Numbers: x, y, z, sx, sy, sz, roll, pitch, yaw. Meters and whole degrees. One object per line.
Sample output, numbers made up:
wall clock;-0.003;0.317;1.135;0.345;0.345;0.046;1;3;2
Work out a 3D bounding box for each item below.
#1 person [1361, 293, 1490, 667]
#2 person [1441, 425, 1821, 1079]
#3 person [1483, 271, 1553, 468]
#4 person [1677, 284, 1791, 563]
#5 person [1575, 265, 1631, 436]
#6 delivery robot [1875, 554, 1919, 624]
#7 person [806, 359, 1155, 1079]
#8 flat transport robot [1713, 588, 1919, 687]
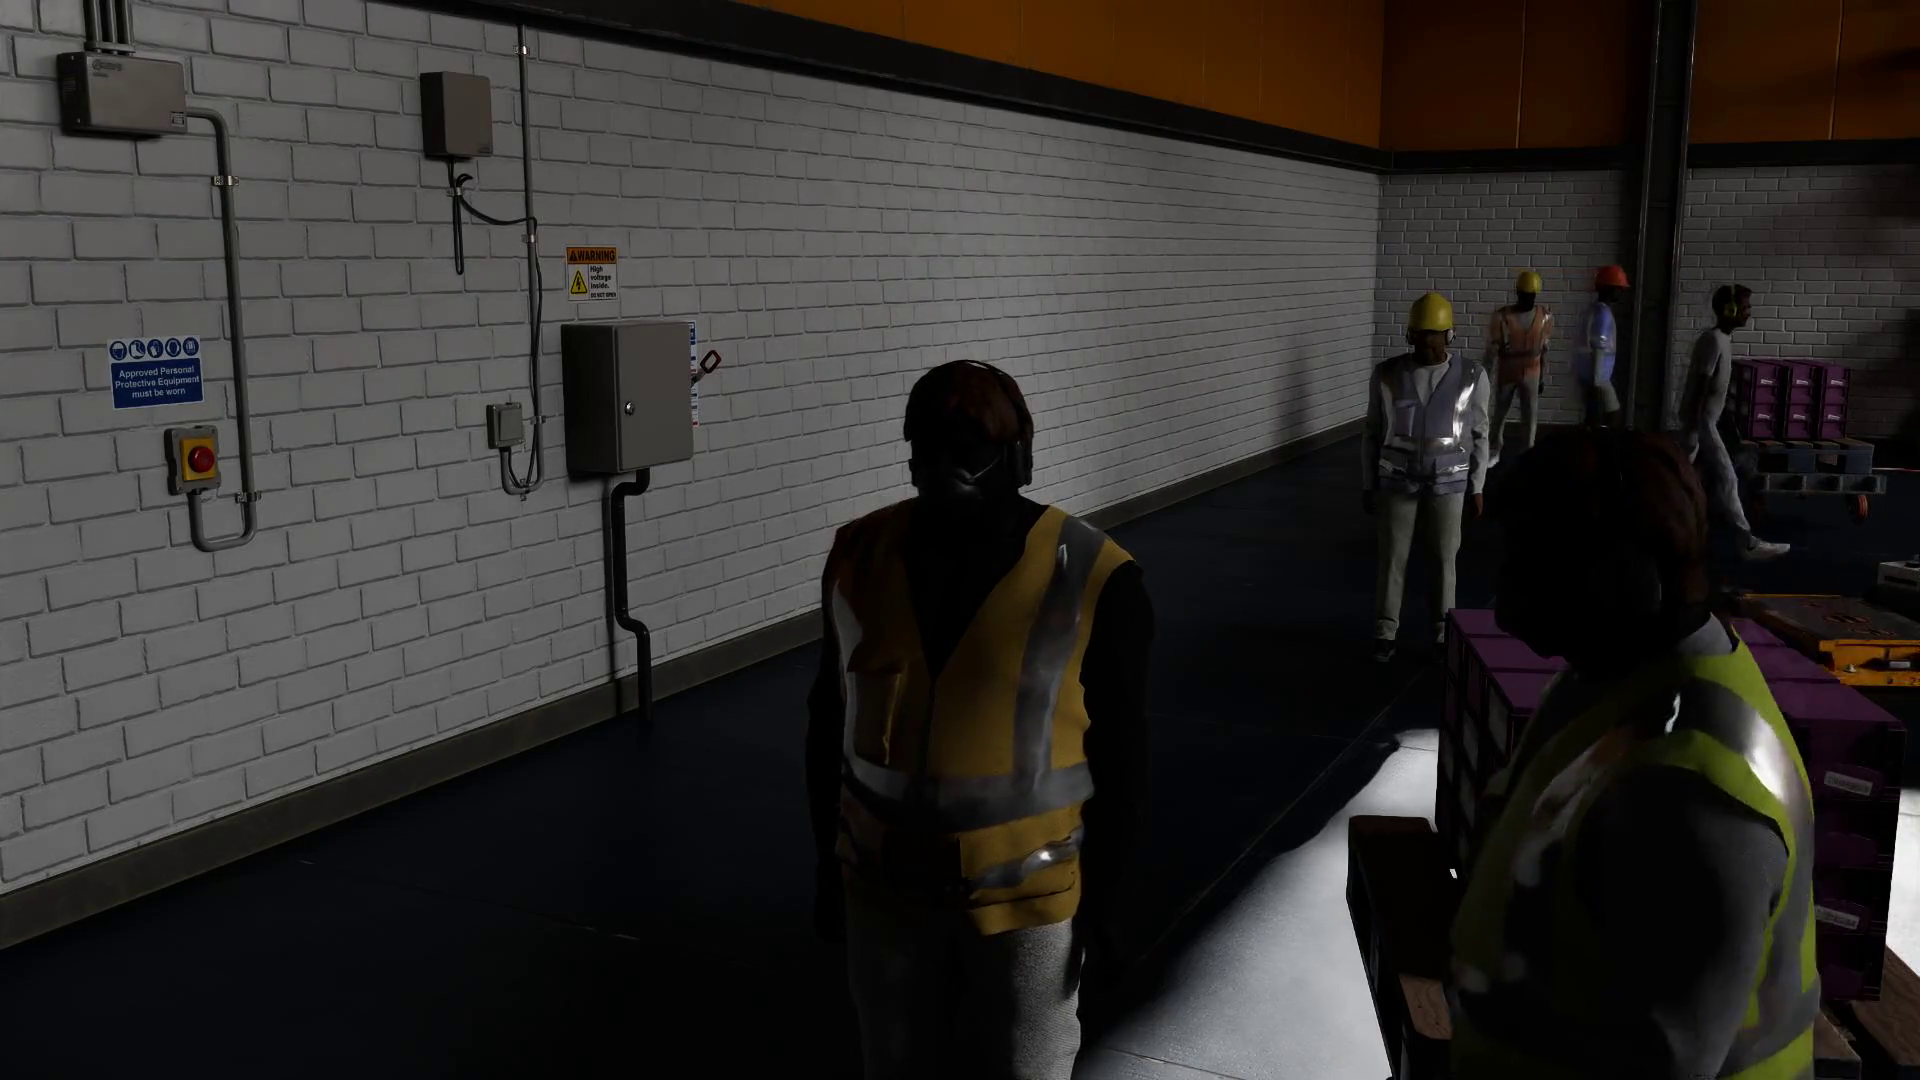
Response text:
person;2.266;-0.287;8.146;0.601;1.827;0.404;3;10;19
person;0.839;0.760;2.099;0.464;1.819;0.641;3;10;16
person;5.108;-1.542;15.350;0.607;1.870;0.842;0;10;2
person;4.948;-0.746;10.863;0.978;1.803;0.496;3;10;17
person;5.618;-1.444;14.596;0.402;1.921;0.546;2;10;10
delivery robot;5.139;0.216;8.650;0.707;0.478;0.477;-4;11;-22
person;0.010;0.606;2.941;0.621;1.845;0.430;4;10;20
flat transport robot;4.355;0.468;8.285;0.652;0.197;1.431;1;10;4
